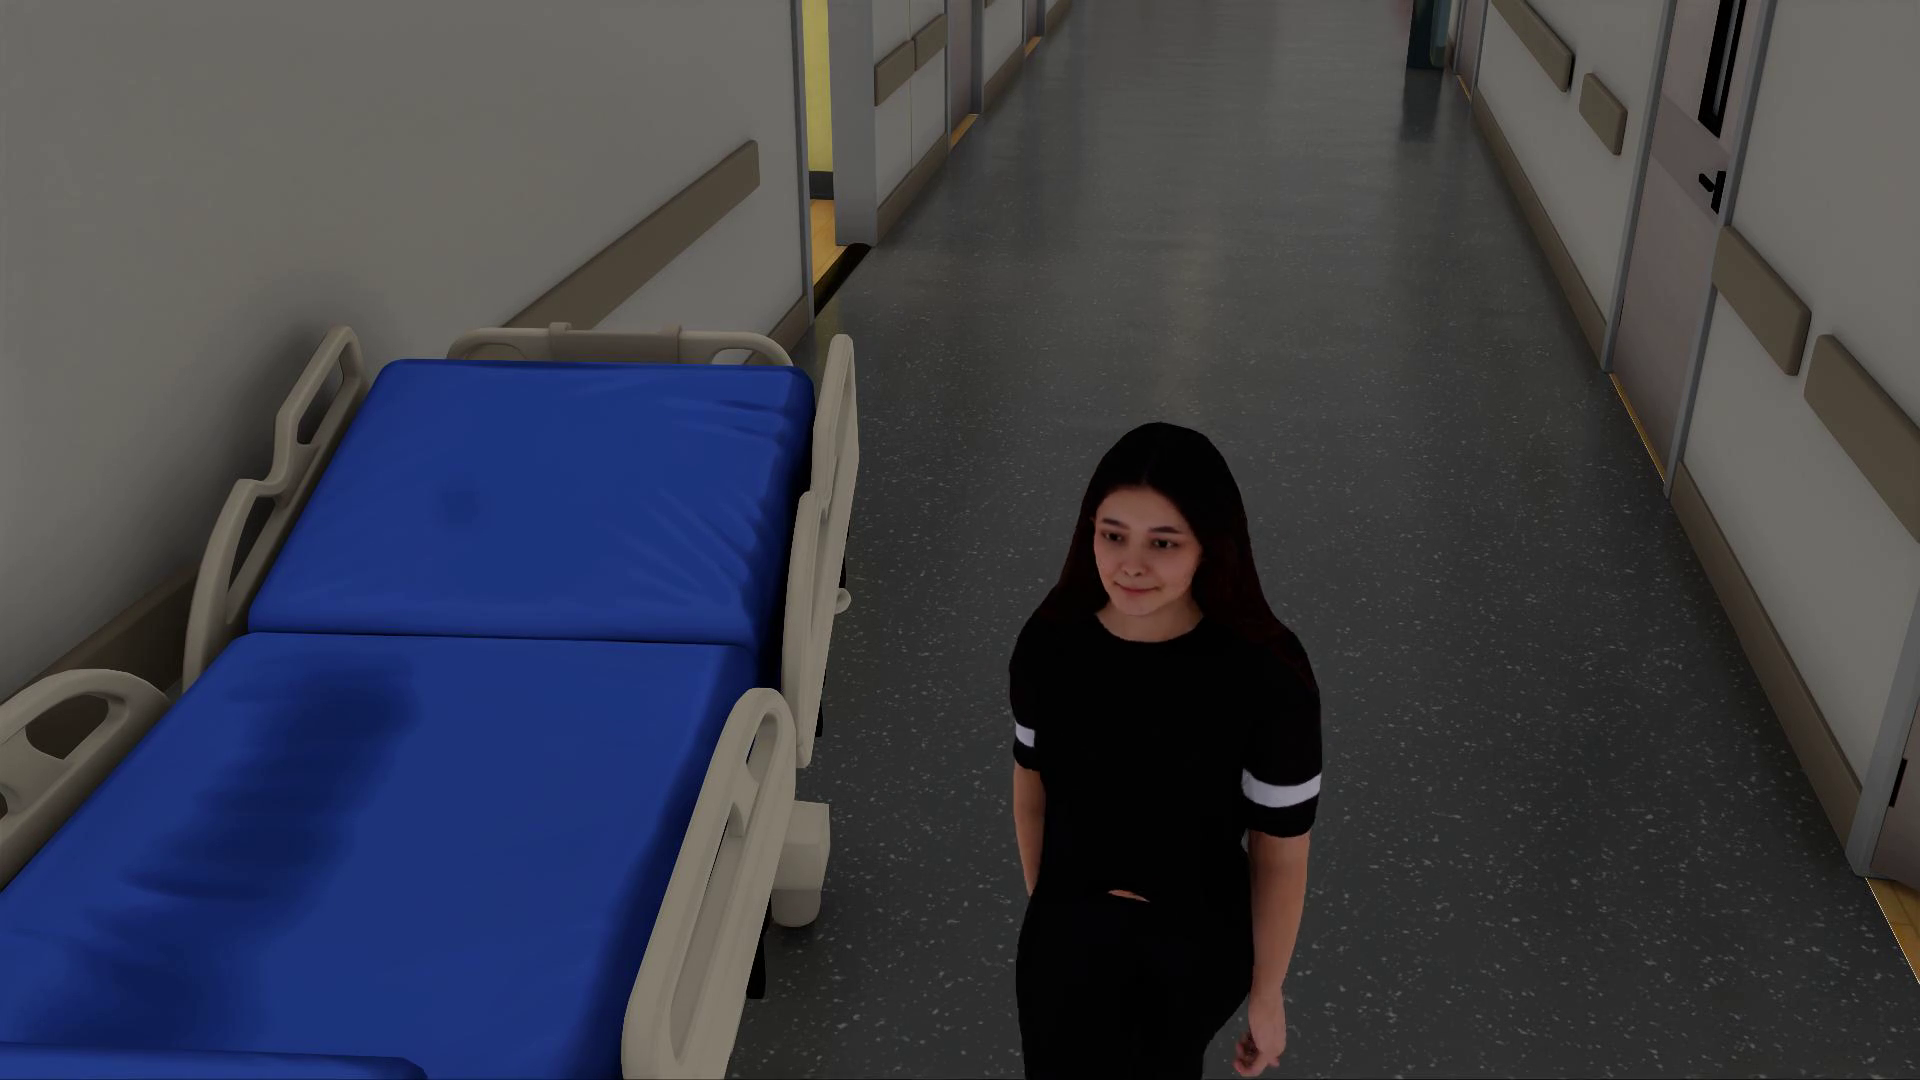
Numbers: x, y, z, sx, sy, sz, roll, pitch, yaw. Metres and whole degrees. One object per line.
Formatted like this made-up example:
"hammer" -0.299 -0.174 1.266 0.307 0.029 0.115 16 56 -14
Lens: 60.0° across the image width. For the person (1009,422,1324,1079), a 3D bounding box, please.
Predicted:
"person" 0.307 0.555 2.564 0.967 1.603 0.727 6 26 13
